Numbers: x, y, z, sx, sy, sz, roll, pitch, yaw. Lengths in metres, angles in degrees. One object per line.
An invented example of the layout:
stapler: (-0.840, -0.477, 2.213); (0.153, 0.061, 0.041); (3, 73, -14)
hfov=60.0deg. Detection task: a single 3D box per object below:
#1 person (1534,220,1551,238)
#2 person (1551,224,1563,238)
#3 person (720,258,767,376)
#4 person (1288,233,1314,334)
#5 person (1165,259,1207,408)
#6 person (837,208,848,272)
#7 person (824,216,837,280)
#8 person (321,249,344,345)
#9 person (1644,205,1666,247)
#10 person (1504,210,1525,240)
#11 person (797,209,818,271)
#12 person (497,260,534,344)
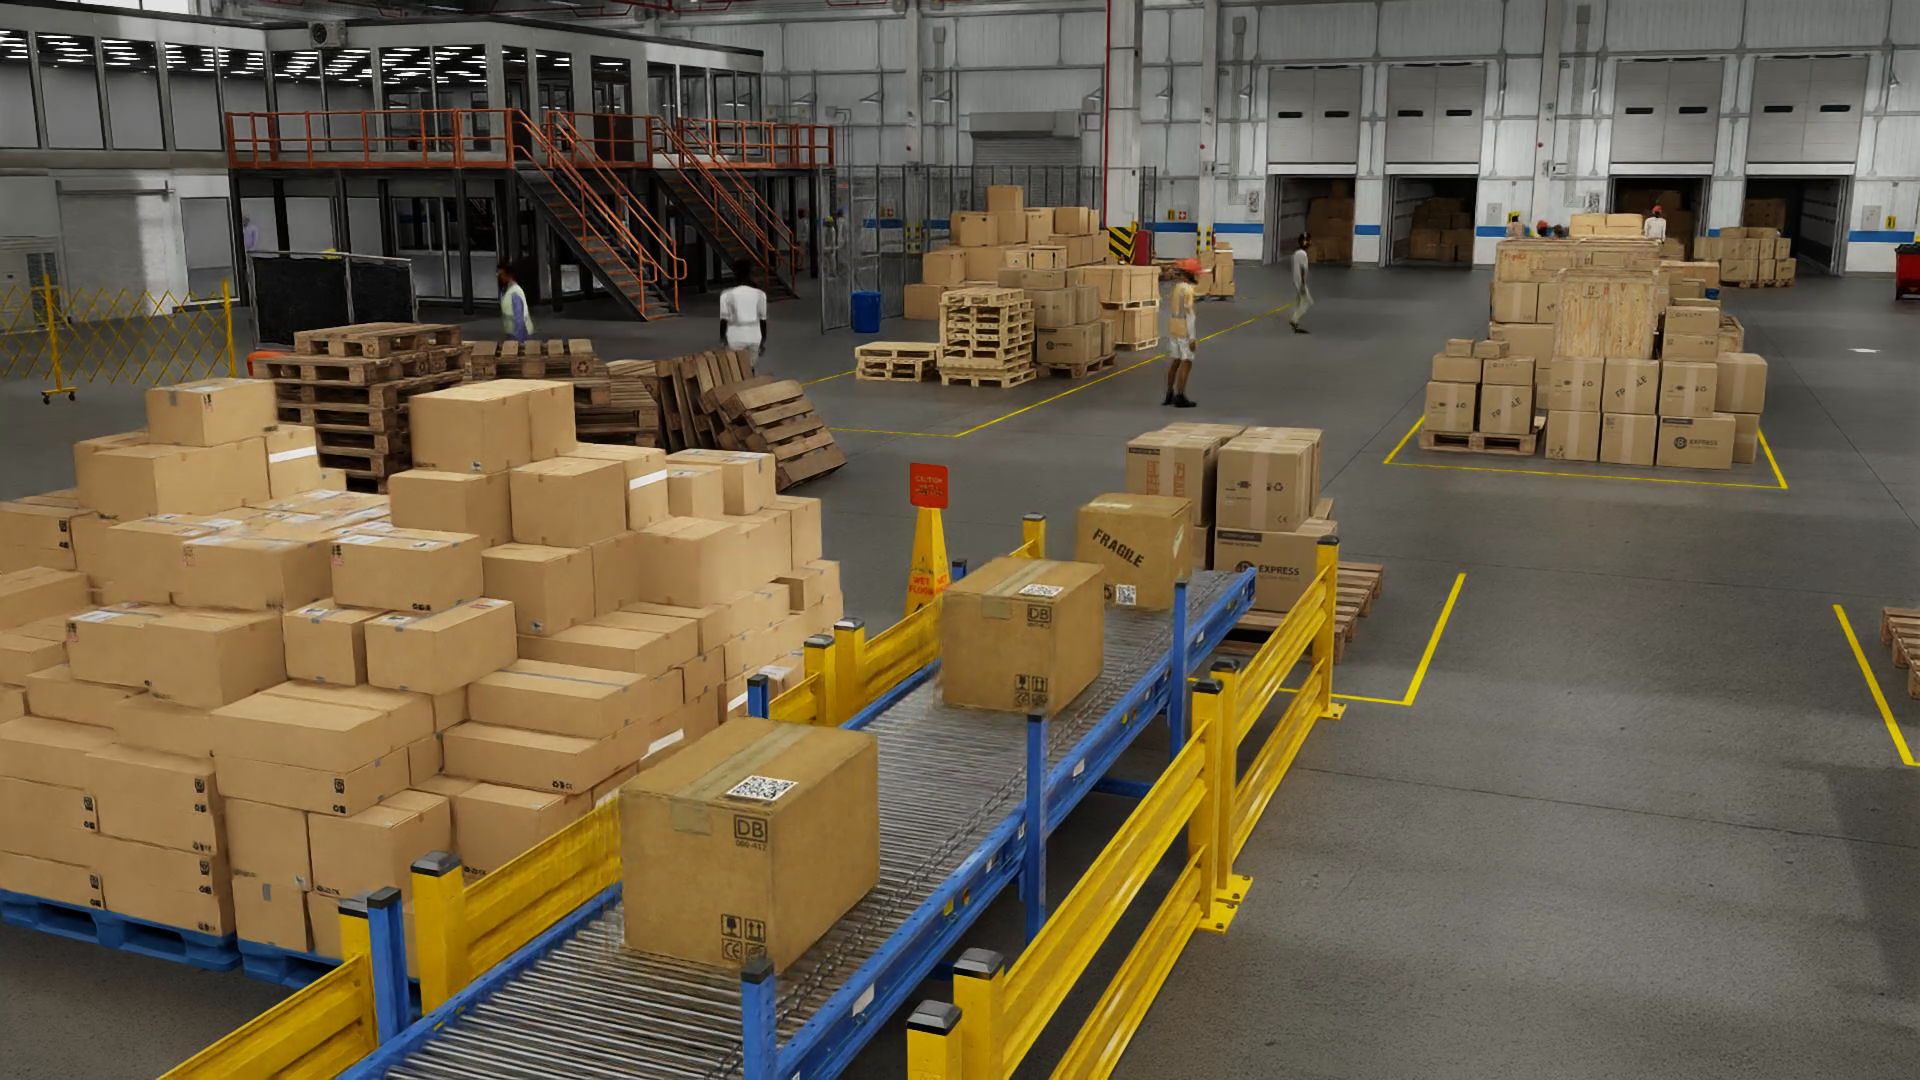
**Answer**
person: (12.892, -6.094, 36.697); (0.637, 1.918, 0.565); (-5, 13, -20)
person: (11.959, -5.408, 33.637); (0.886, 1.902, 0.644); (0, 13, -2)
person: (-2.622, -2.446, 20.265); (0.626, 1.945, 0.561); (-7, 14, -29)
person: (6.325, -4.715, 30.646); (0.387, 1.855, 0.556); (-1, 13, -6)
person: (2.850, -2.637, 21.270); (0.382, 1.894, 0.758); (-4, 13, -16)
person: (-3.522, -8.713, 48.490); (0.666, 1.898, 0.686); (-8, 15, -32)
person: (-3.572, -8.017, 45.718); (0.298, 1.745, 0.484); (-5, 13, -20)
person: (-9.994, -3.759, 26.571); (0.525, 1.769, 0.316); (12, 17, 43)
person: (19.853, -8.557, 47.570); (0.609, 1.995, 0.378); (1, 13, 3)
person: (15.504, -8.263, 46.517); (0.587, 1.886, 0.980); (-7, 15, -30)
person: (-4.609, -8.924, 49.510); (0.701, 1.865, 0.594); (2, 13, 10)
person: (-5.608, -2.619, 21.188); (0.673, 1.890, 0.644); (-7, 15, -30)
